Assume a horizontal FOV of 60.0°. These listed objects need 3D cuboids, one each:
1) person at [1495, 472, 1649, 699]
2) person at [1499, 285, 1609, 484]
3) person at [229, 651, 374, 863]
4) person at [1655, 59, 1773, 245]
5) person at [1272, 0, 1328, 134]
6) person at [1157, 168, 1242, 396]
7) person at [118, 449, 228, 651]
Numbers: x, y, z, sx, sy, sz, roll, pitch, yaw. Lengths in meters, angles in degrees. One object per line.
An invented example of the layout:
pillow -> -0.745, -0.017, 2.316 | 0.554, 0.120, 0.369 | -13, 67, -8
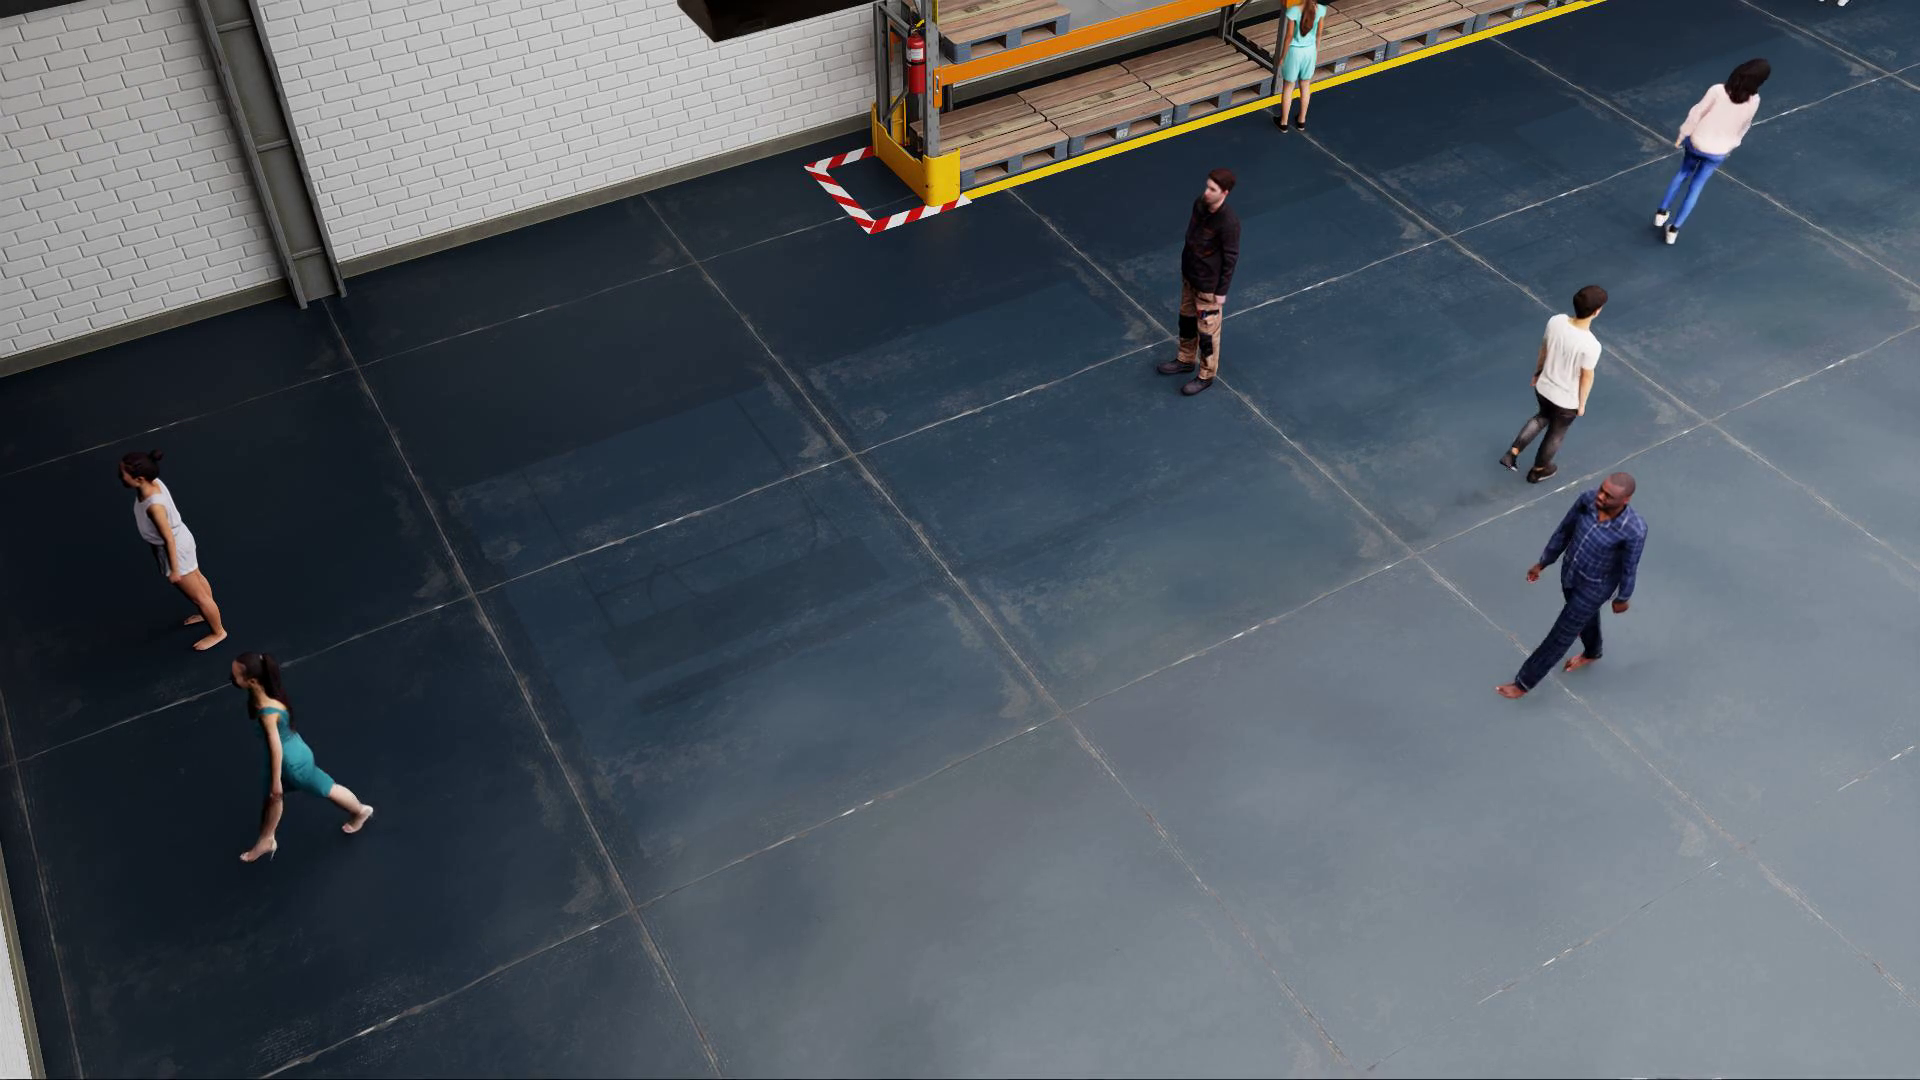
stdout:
person -> 4.050, 0.239, 10.520 | 1.179, 1.790, 0.817 | -13, 45, -14
person -> 4.258, -1.068, 11.950 | 0.754, 1.709, 0.644 | -19, 47, -19
person -> -3.782, 1.235, 9.584 | 0.995, 1.638, 0.580 | -22, 48, -21
person -> 6.417, -3.339, 14.328 | 0.816, 1.718, 0.839 | 8, 44, 8
person -> 3.231, -4.621, 15.789 | 0.568, 1.558, 0.676 | -7, 44, -7
person -> 1.882, -2.000, 12.771 | 0.576, 1.926, 0.680 | -21, 48, -21
person -> -5.135, 0.047, 10.858 | 0.540, 1.601, 0.555 | -21, 47, -21
